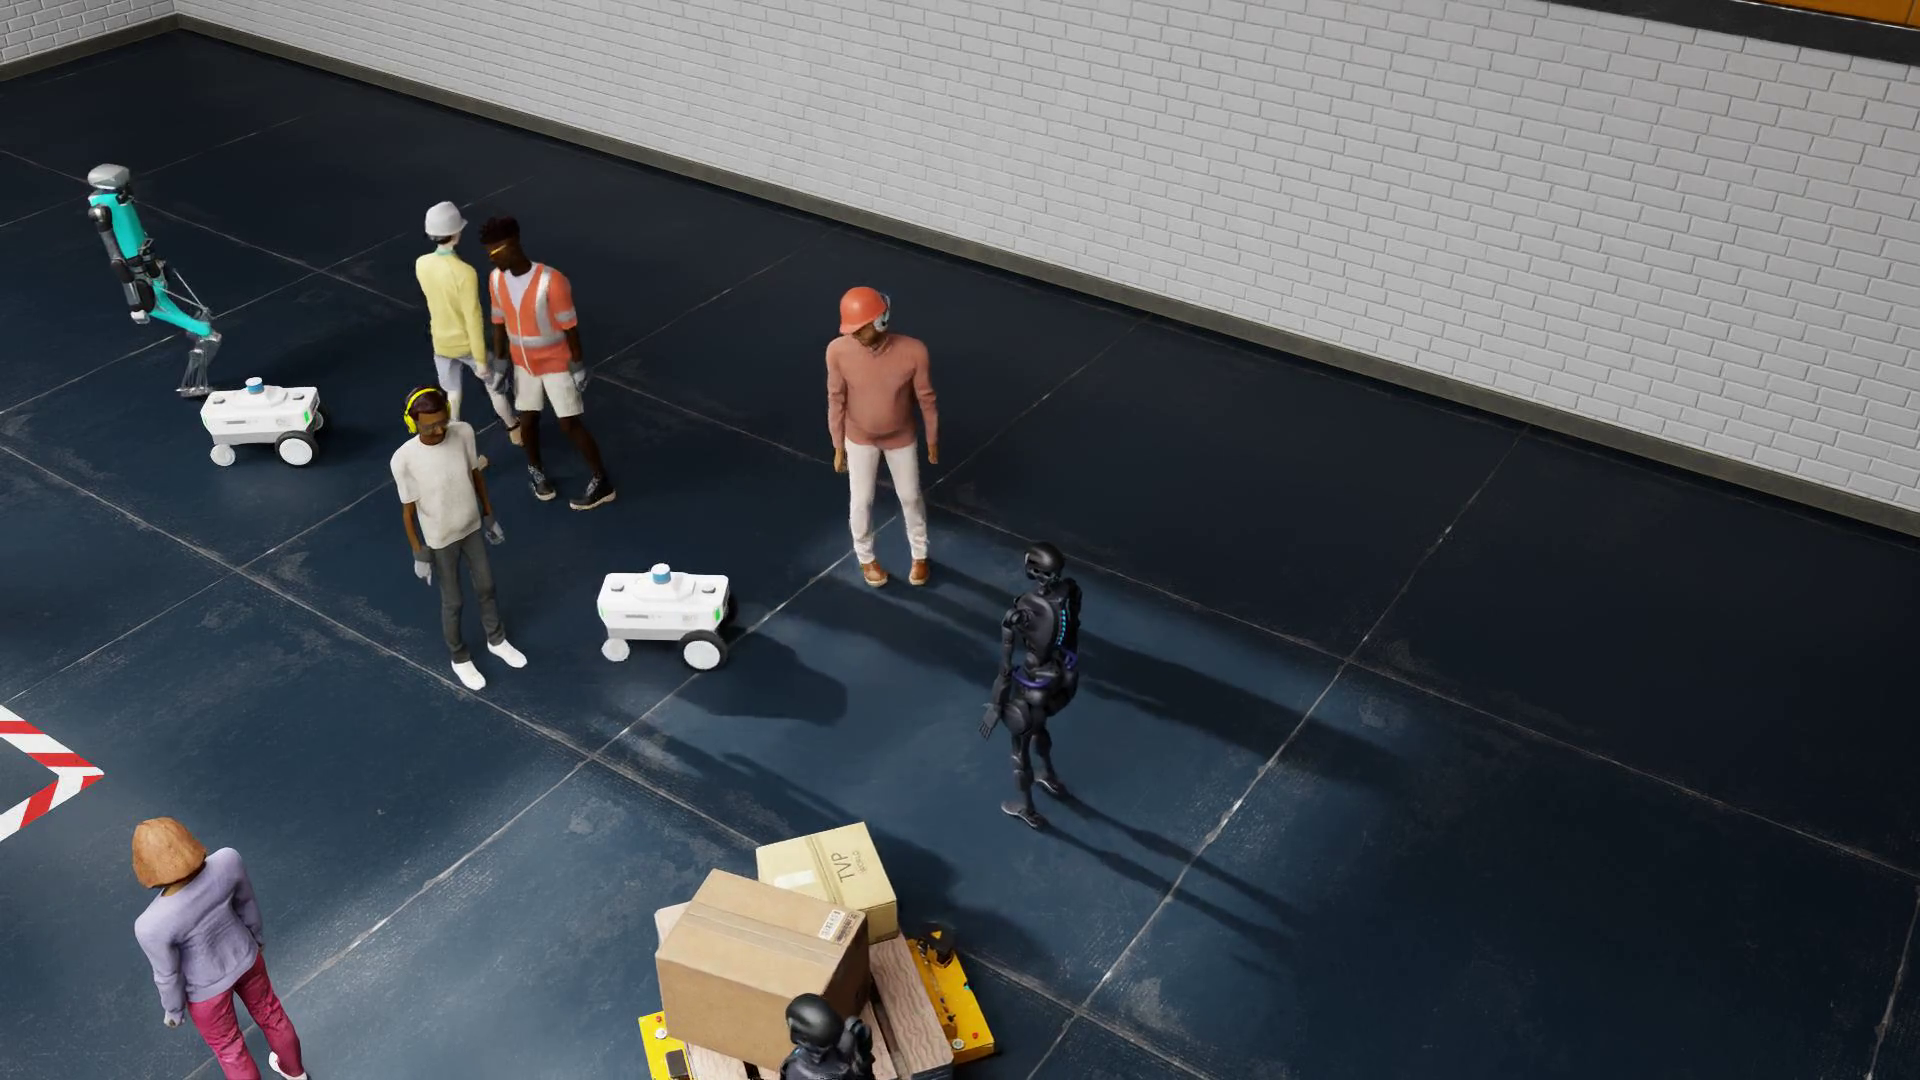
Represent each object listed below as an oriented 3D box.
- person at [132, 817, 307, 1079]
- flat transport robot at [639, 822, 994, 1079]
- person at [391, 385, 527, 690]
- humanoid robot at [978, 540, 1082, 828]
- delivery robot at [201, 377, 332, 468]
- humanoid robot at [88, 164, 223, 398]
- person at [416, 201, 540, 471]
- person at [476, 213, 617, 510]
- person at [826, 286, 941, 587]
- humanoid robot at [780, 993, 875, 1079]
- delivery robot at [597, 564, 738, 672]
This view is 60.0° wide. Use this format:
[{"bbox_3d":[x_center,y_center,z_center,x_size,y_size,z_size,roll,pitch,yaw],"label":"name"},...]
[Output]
[{"bbox_3d":[-2.954,1.721,6.611,0.279,1.633,0.498,16,38,21],"label":"person"},{"bbox_3d":[-0.631,2.123,7.230,1.431,0.231,0.659,-11,37,-16],"label":"flat transport robot"},{"bbox_3d":[-2.696,-0.017,8.909,0.340,1.855,0.524,26,42,32],"label":"person"},{"bbox_3d":[0.348,0.708,8.020,0.347,1.655,0.616,29,44,35],"label":"humanoid robot"},{"bbox_3d":[-4.648,-0.801,11.176,0.811,0.613,0.499,-3,35,-5],"label":"delivery robot"},{"bbox_3d":[-5.400,-1.710,11.449,0.741,1.818,0.543,-3,35,-4],"label":"humanoid robot"},{"bbox_3d":[-3.157,-1.331,10.790,0.488,1.842,0.894,13,37,18],"label":"person"},{"bbox_3d":[-2.604,-1.104,10.413,0.703,1.908,0.428,13,37,18],"label":"person"},{"bbox_3d":[-0.426,-0.591,9.630,0.649,1.964,0.425,1,35,2],"label":"person"},{"bbox_3d":[-0.478,2.178,5.915,0.334,1.648,0.609,21,40,27],"label":"humanoid robot"},{"bbox_3d":[-1.635,0.412,9.442,0.791,0.614,0.499,1,35,2],"label":"delivery robot"}]
